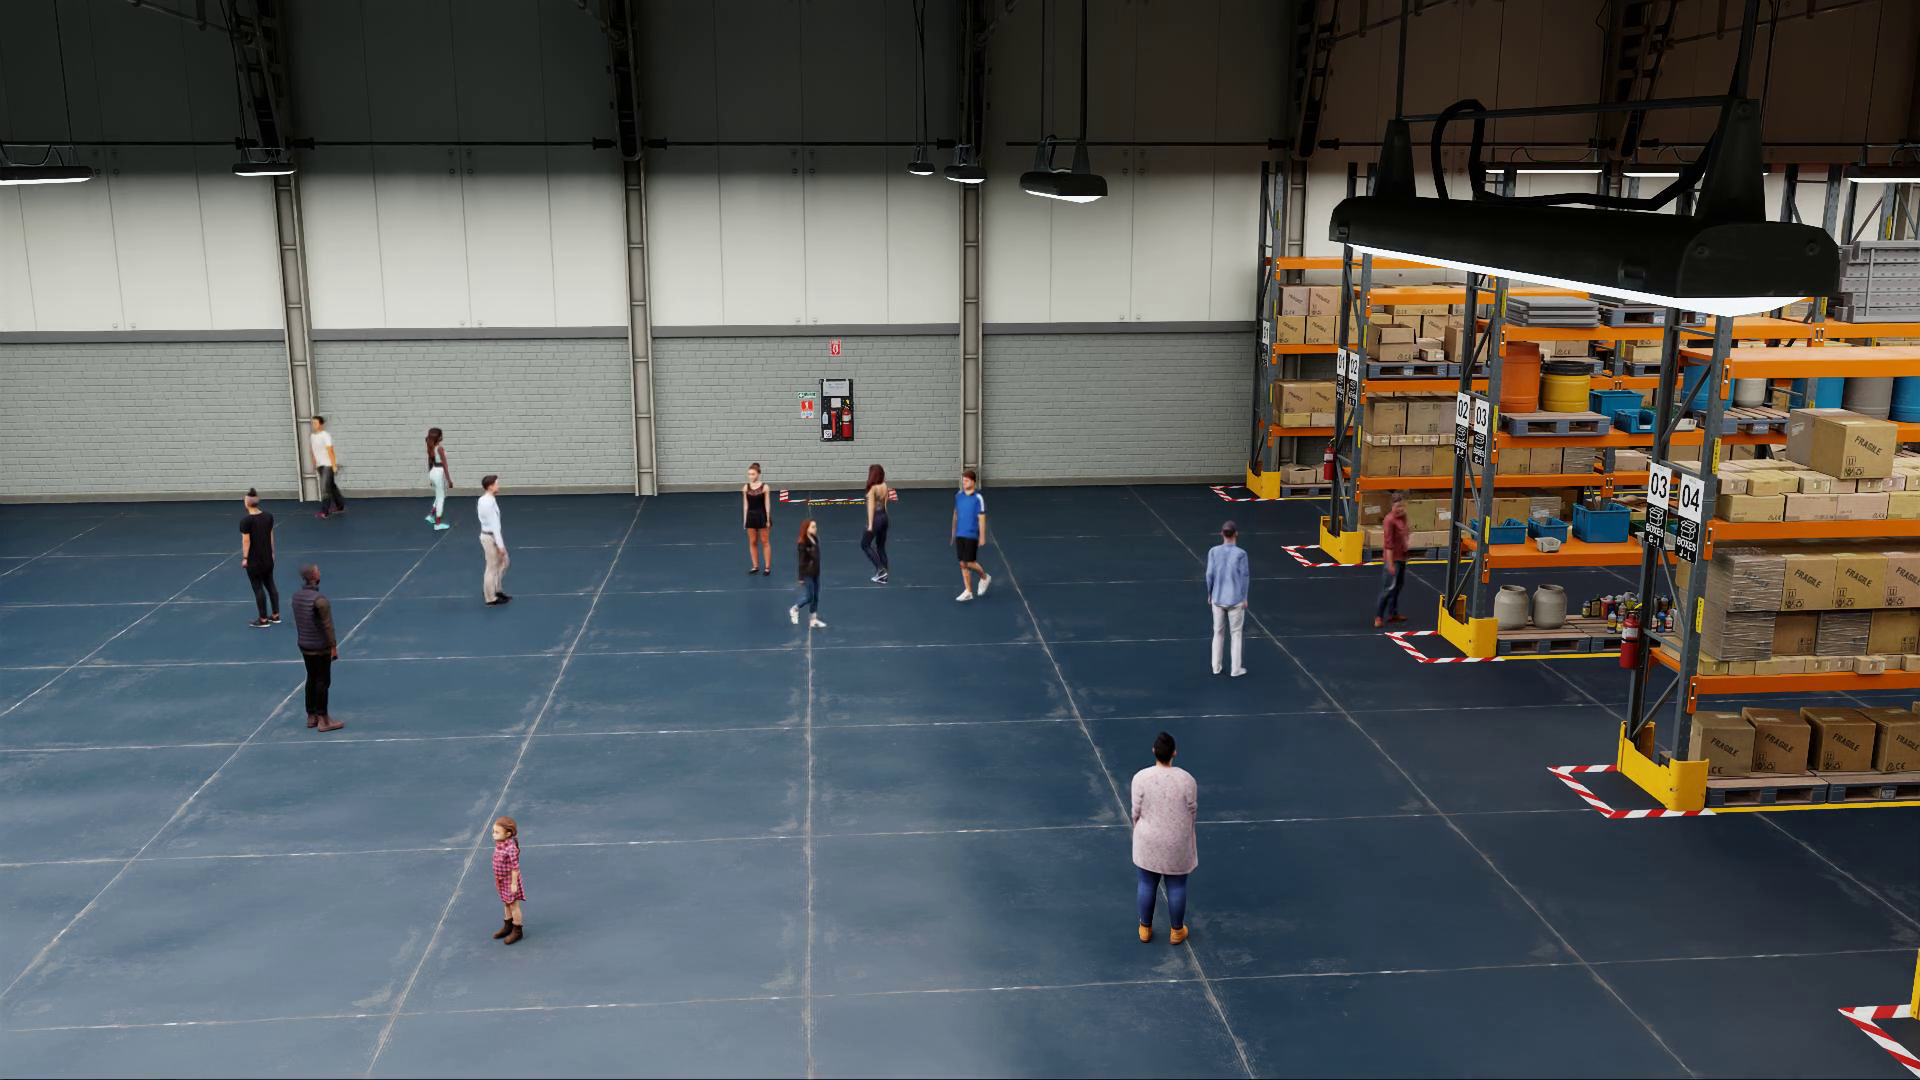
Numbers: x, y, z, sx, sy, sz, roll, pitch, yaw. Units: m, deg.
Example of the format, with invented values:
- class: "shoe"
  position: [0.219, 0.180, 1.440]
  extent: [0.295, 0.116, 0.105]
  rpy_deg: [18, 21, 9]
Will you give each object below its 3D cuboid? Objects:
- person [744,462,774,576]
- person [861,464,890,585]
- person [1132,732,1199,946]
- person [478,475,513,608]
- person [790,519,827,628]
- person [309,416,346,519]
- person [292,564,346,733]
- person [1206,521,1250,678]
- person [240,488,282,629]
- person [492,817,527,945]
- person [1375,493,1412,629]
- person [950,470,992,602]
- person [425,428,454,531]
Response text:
- class: "person"
  position: [-2.996, -0.323, 24.728]
  extent: [0.612, 1.679, 0.729]
  rpy_deg: [3, 13, 14]
- class: "person"
  position: [-1.118, -0.215, 24.094]
  extent: [0.805, 1.756, 0.755]
  rpy_deg: [8, 15, 31]
- class: "person"
  position: [1.602, 2.334, 13.113]
  extent: [0.682, 1.743, 0.828]
  rpy_deg: [3, 13, 13]
- class: "person"
  position: [-6.527, 0.020, 22.894]
  extent: [0.740, 1.839, 0.750]
  rpy_deg: [-6, 14, -24]
- class: "person"
  position: [-2.026, 0.435, 21.914]
  extent: [0.842, 1.473, 0.753]
  rpy_deg: [7, 15, 26]
- class: "person"
  position: [-10.840, -1.260, 28.601]
  extent: [1.109, 1.757, 1.140]
  rpy_deg: [11, 17, 39]
- class: "person"
  position: [-6.984, 1.151, 18.013]
  extent: [0.767, 1.837, 0.844]
  rpy_deg: [11, 17, 39]
- class: "person"
  position: [3.203, 0.695, 19.873]
  extent: [0.684, 1.887, 0.799]
  rpy_deg: [7, 15, 26]
- class: "person"
  position: [-9.263, 0.216, 21.983]
  extent: [0.757, 1.868, 0.776]
  rpy_deg: [5, 14, 21]
- class: "person"
  position: [-3.586, 2.684, 13.204]
  extent: [0.556, 1.021, 0.503]
  rpy_deg: [-13, 18, -44]
- class: "person"
  position: [5.779, 0.227, 22.069]
  extent: [0.910, 1.807, 0.863]
  rpy_deg: [6, 14, 23]
- class: "person"
  position: [0.172, -0.071, 23.256]
  extent: [0.912, 1.853, 0.976]
  rpy_deg: [11, 17, 40]
- class: "person"
  position: [-8.722, -0.998, 27.566]
  extent: [0.782, 1.714, 0.721]
  rpy_deg: [-12, 18, -42]
